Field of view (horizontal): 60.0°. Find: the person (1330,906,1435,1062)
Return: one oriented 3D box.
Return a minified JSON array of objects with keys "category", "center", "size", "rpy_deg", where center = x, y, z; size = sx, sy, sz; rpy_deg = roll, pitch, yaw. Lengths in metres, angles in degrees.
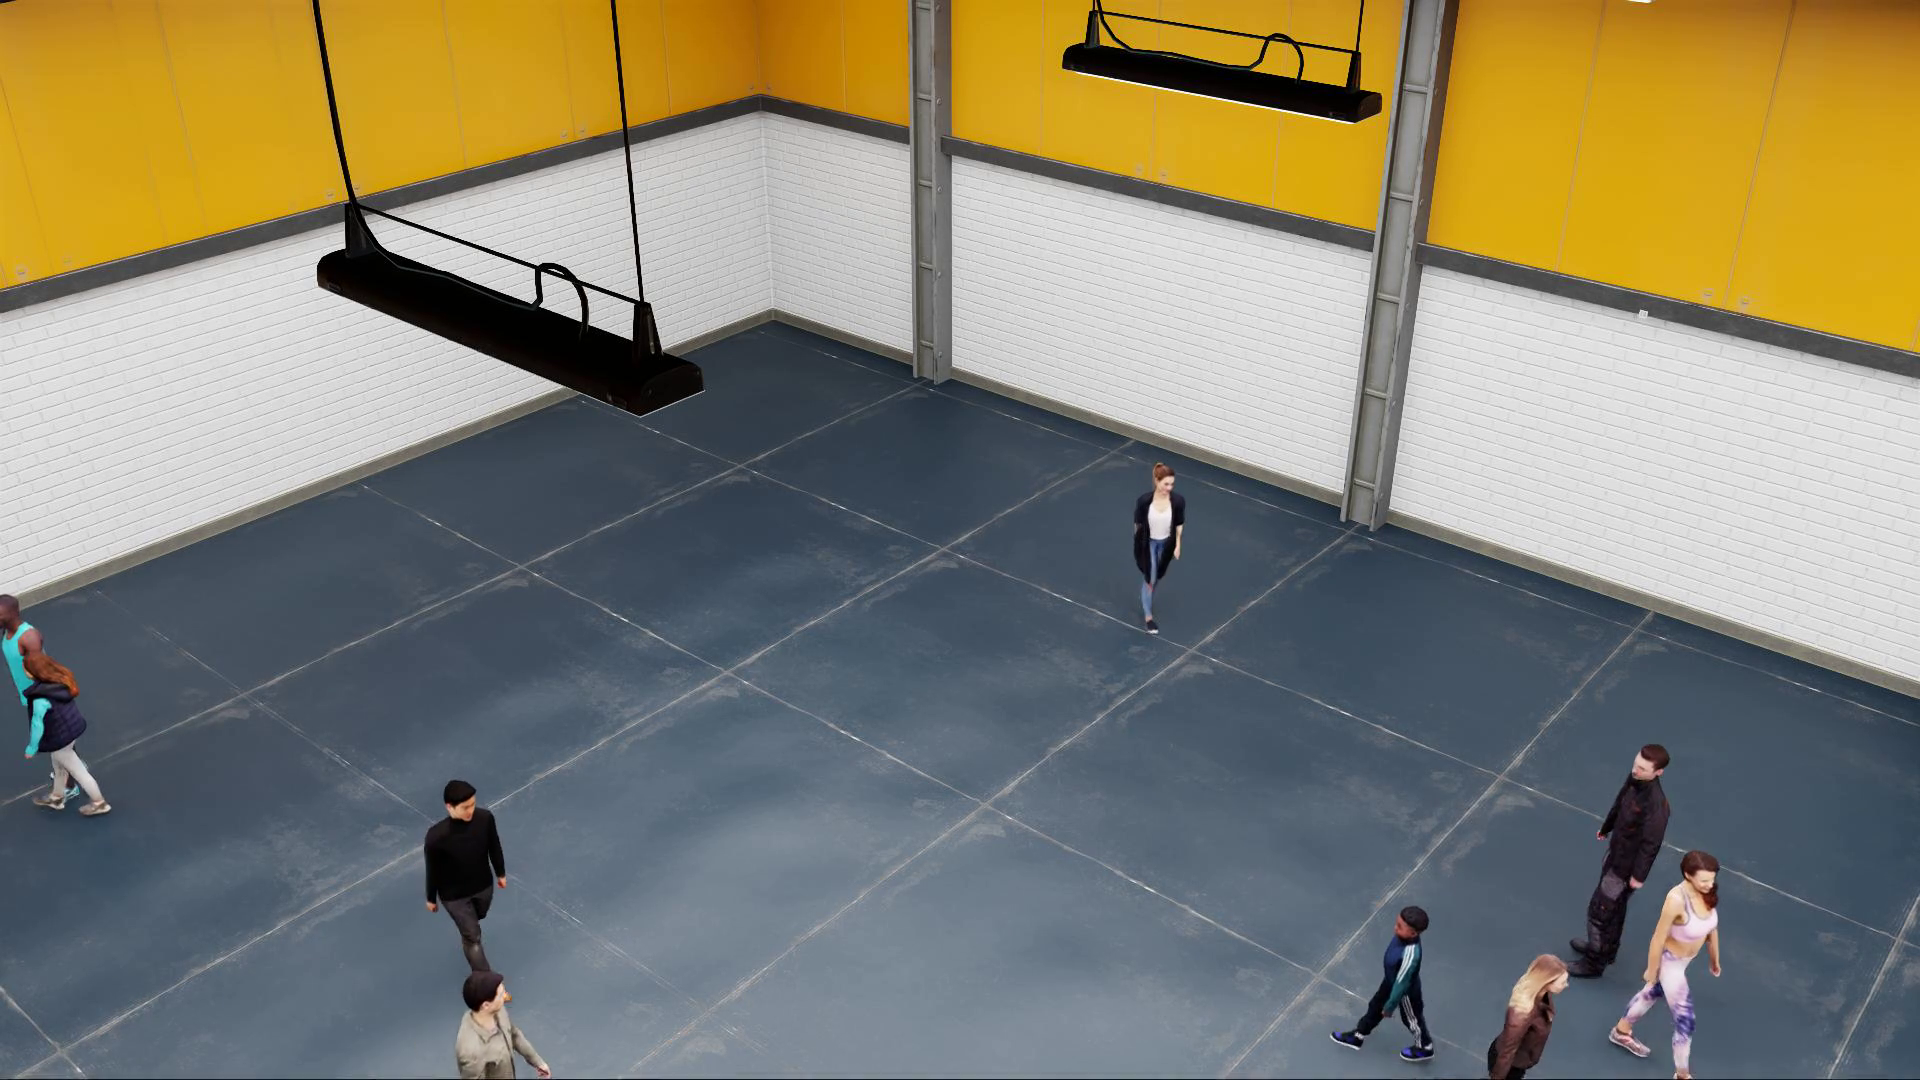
[{"category":"person","center":[2.884,2.861,10.625],"size":[0.968,1.221,0.830],"rpy_deg":[3,29,5]}]

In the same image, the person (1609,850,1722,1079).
[{"category":"person","center":[4.422,2.630,10.512],"size":[0.679,1.736,1.004],"rpy_deg":[-24,37,-37]}]

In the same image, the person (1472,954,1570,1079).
[{"category":"person","center":[3.200,3.040,9.814],"size":[0.927,1.684,0.674],"rpy_deg":[17,33,29]}]

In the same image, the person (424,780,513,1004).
[{"category":"person","center":[-3.371,2.261,11.223],"size":[0.764,1.703,1.122],"rpy_deg":[-22,35,-34]}]

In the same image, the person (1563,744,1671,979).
[{"category":"person","center":[4.528,2.157,11.206],"size":[0.870,1.901,0.846],"rpy_deg":[8,30,15]}]

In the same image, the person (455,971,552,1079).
[{"category":"person","center":[-2.744,3.181,9.416],"size":[1.197,1.817,1.147],"rpy_deg":[-3,29,-5]}]

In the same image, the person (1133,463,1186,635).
[{"category":"person","center":[1.789,-0.003,15.432],"size":[0.992,1.647,1.043],"rpy_deg":[1,29,2]}]

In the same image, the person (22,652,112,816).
[{"category":"person","center":[-6.871,1.510,12.830],"size":[0.906,1.481,0.869],"rpy_deg":[-4,29,-8]}]

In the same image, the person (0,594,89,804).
[{"category":"person","center":[-7.189,1.193,13.076],"size":[0.603,1.802,0.719],"rpy_deg":[23,36,35]}]
